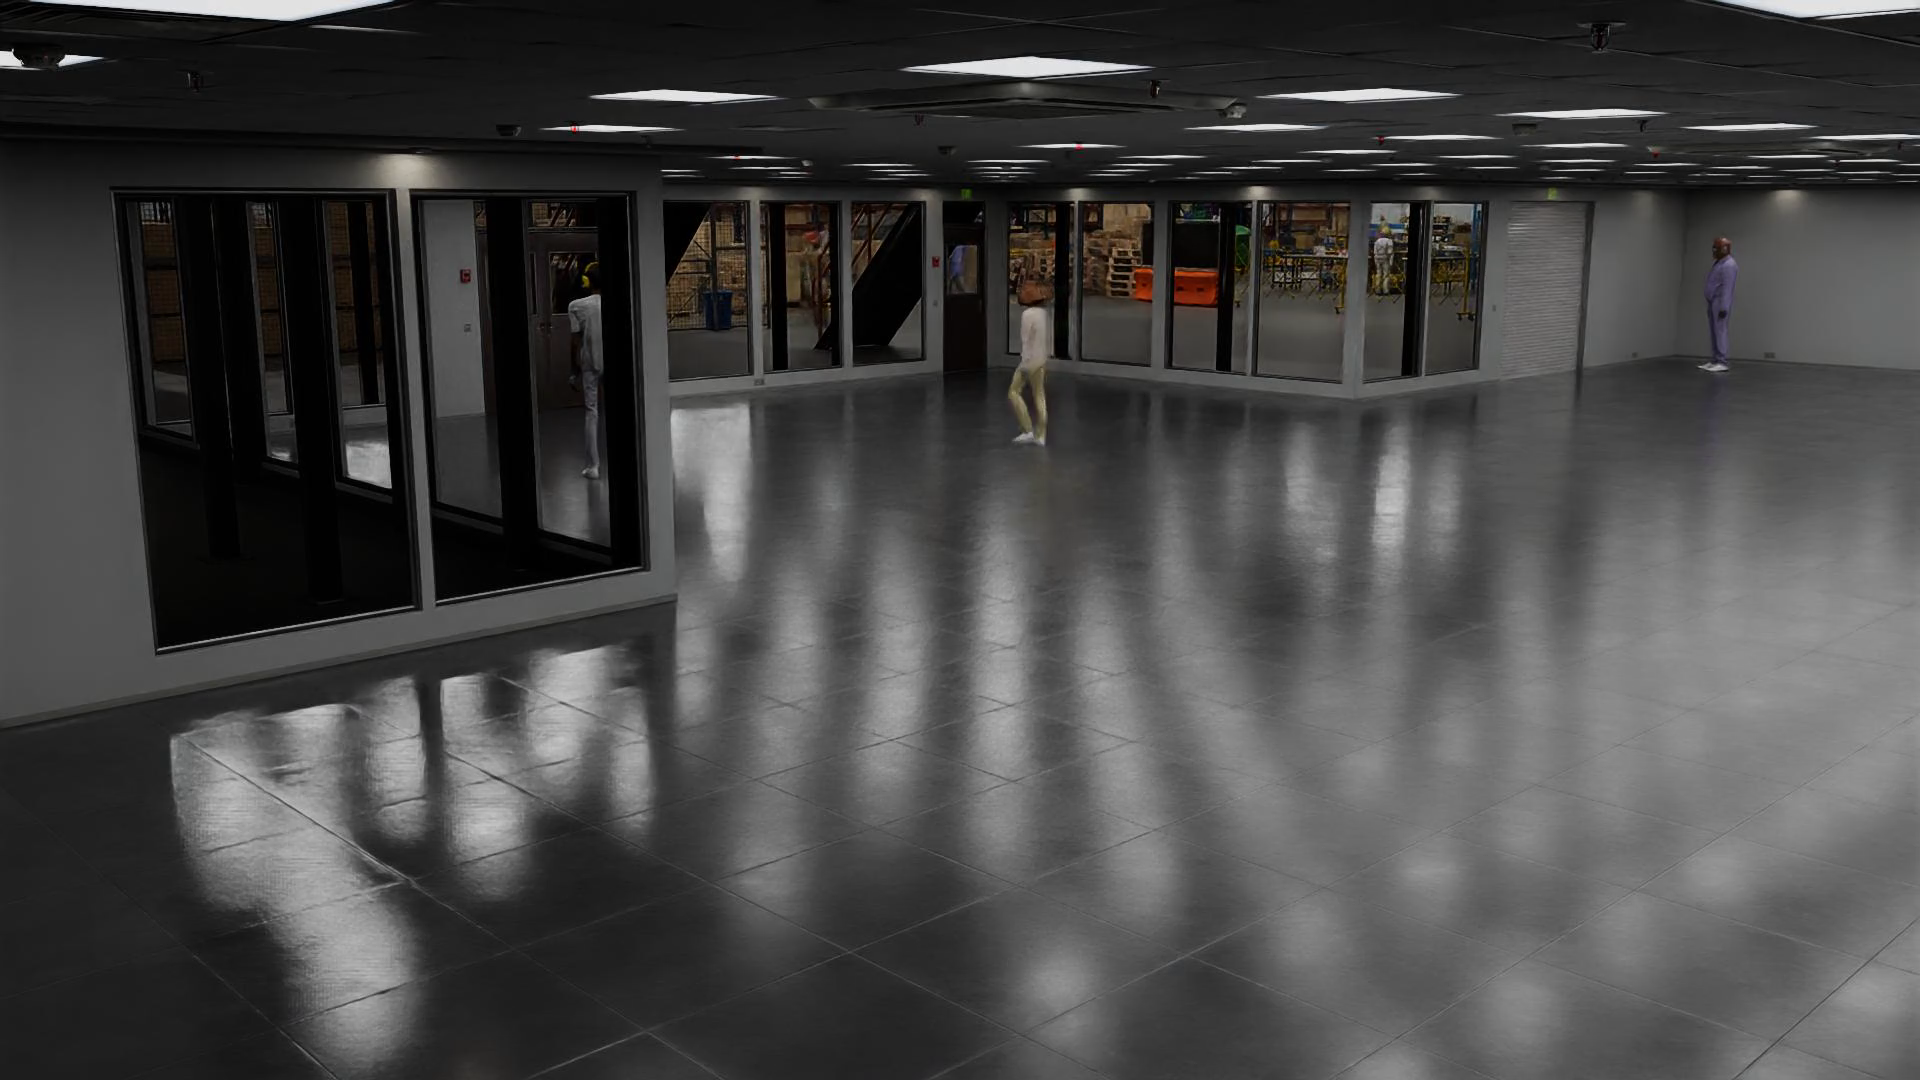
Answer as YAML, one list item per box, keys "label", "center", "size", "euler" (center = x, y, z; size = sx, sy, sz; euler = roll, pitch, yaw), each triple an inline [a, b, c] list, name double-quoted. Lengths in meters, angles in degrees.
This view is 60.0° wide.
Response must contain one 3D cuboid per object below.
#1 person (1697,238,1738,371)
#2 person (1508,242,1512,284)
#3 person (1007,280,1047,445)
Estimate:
- label: "person"
  center: [10.878, -3.375, 23.877]
  size: [0.403, 1.904, 0.652]
  euler: [2, 11, 10]
- label: "person"
  center: [14.663, -7.539, 44.741]
  size: [0.811, 1.905, 0.594]
  euler: [-8, 14, -36]
- label: "person"
  center: [0.658, -1.732, 16.345]
  size: [0.458, 1.616, 0.534]
  euler: [6, 13, 27]
